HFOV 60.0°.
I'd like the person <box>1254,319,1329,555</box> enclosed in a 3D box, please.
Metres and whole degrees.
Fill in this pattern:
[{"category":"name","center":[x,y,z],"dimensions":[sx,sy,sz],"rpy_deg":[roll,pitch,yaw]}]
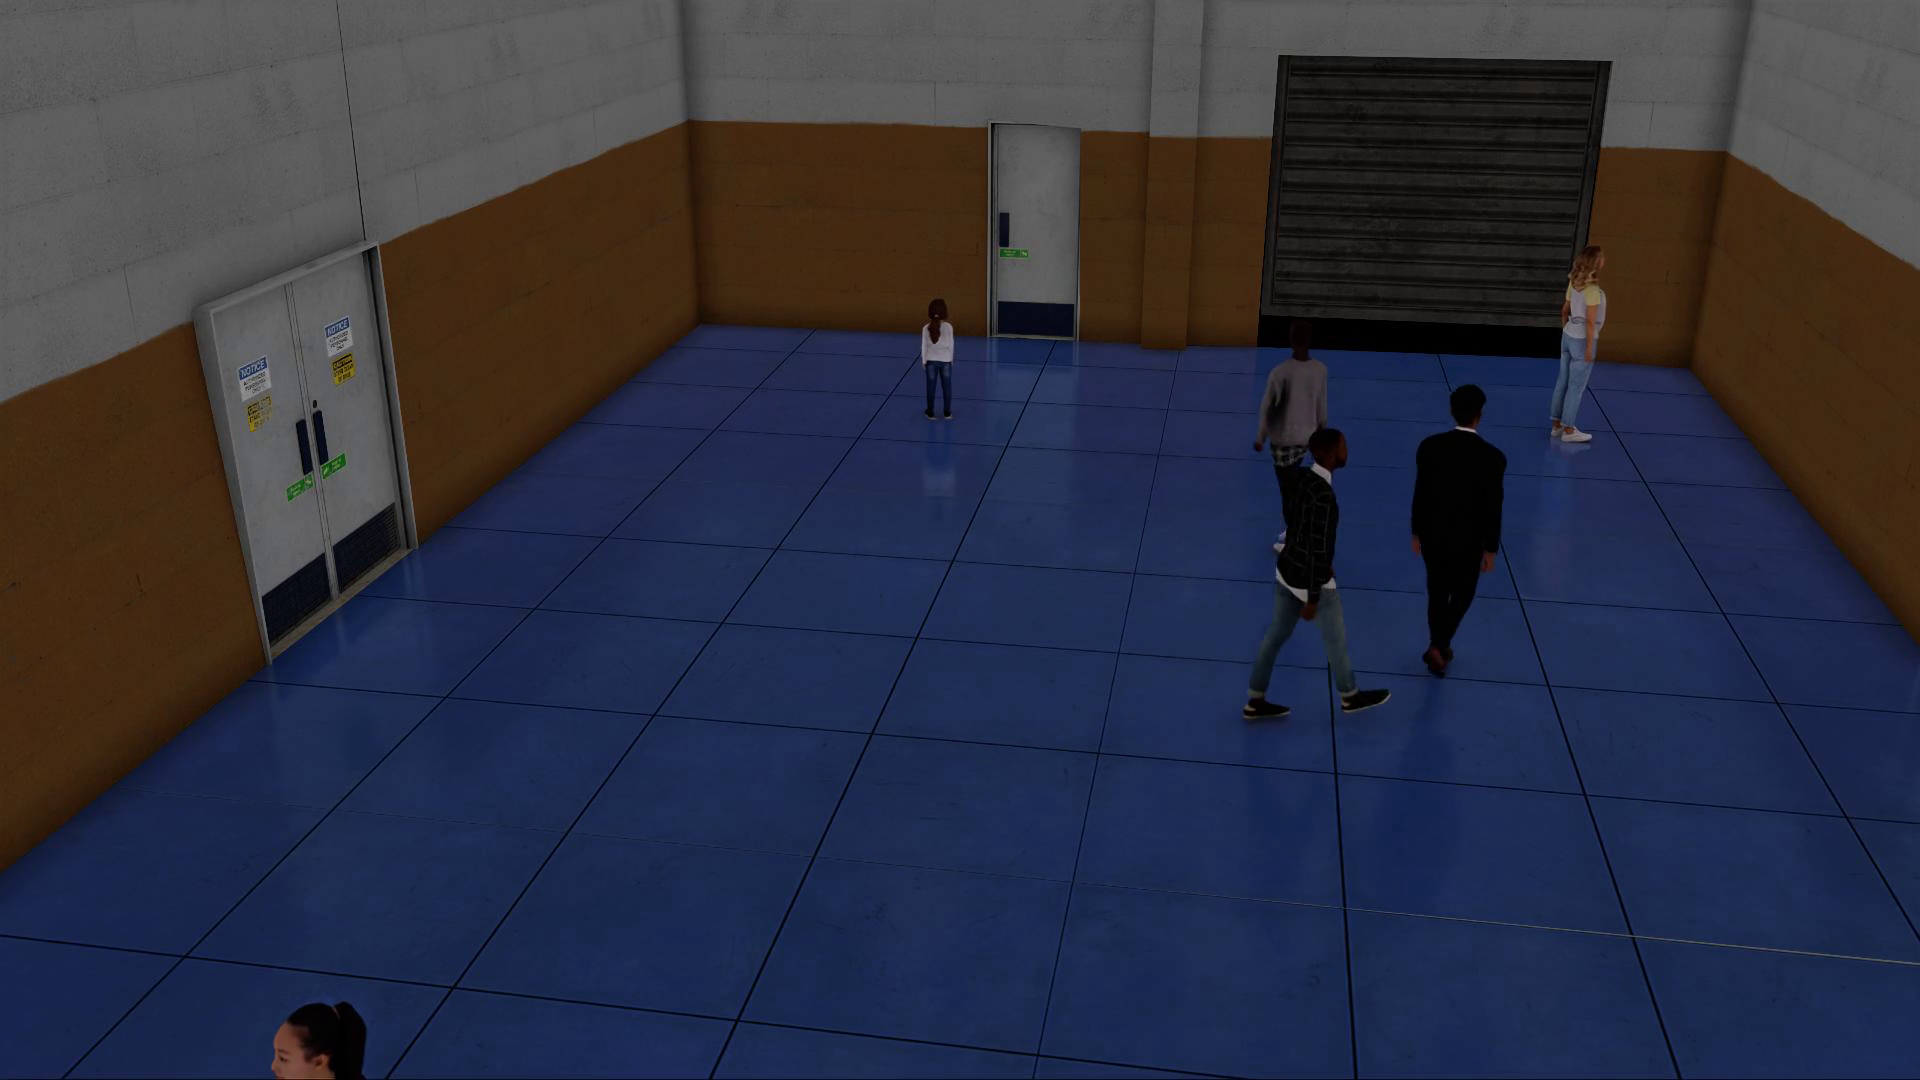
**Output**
[{"category":"person","center":[2.433,-0.679,11.886],"dimensions":[0.759,1.757,0.826],"rpy_deg":[-10,24,-23]}]

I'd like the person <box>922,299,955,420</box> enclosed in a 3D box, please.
[{"category":"person","center":[-0.195,-1.663,15.202],"dimensions":[0.459,1.111,0.546],"rpy_deg":[-1,22,-3]}]

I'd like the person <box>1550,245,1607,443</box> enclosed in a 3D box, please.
[{"category":"person","center":[5.380,-1.713,14.484],"dimensions":[0.658,1.722,0.690],"rpy_deg":[-4,22,-10]}]

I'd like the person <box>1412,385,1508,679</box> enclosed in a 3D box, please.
[{"category":"person","center":[2.936,0.001,10.049],"dimensions":[0.991,1.866,0.971],"rpy_deg":[13,25,29]}]

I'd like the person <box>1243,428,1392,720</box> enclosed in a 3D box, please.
[{"category":"person","center":[1.891,0.240,9.567],"dimensions":[1.203,1.781,0.951],"rpy_deg":[-5,22,-13]}]

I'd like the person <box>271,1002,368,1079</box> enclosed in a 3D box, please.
[{"category":"person","center":[-1.854,2.116,5.026],"dimensions":[0.570,1.686,0.688],"rpy_deg":[17,28,36]}]
